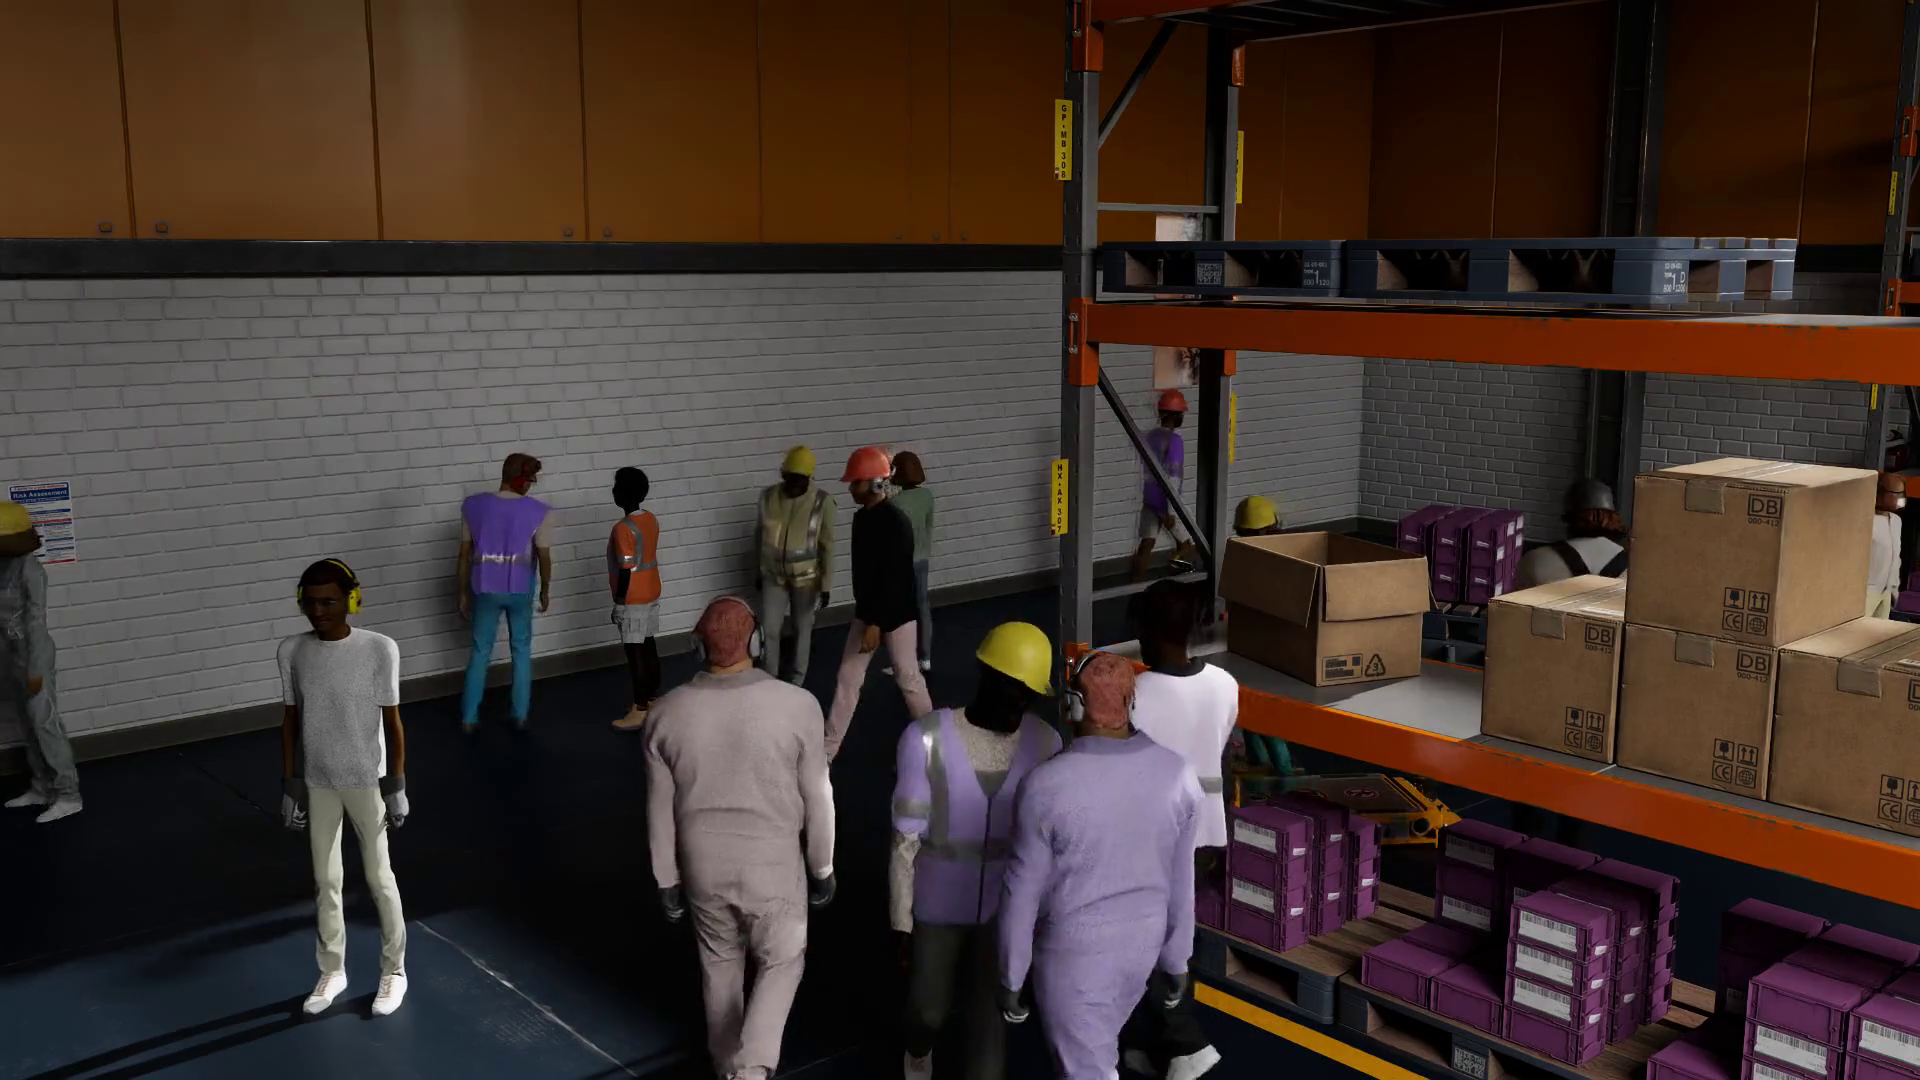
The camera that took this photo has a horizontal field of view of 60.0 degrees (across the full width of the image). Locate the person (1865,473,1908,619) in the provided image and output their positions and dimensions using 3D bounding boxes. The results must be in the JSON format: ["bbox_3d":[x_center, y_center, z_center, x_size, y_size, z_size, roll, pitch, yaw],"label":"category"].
[{"bbox_3d":[6.022,0.362,10.964,0.504,1.630,0.280,-6,11,-32],"label":"person"}]

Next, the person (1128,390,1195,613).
[{"bbox_3d":[1.836,-0.328,14.197,0.966,1.891,0.562,-5,11,-26],"label":"person"}]

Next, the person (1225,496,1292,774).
[{"bbox_3d":[1.608,0.627,9.066,0.383,1.746,0.536,-8,12,-39],"label":"person"}]

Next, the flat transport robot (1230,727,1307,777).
[{"bbox_3d":[1.512,1.256,9.697,0.652,0.197,1.431,-1,10,-6],"label":"flat transport robot"}]

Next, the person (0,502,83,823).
[{"bbox_3d":[-5.030,0.653,8.990,0.371,1.727,0.537,-9,13,-42],"label":"person"}]

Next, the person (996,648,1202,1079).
[{"bbox_3d":[0.445,1.263,5.026,0.647,1.867,0.961,-6,11,-31],"label":"person"}]

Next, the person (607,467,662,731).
[{"bbox_3d":[-2.098,0.372,10.703,0.314,1.700,0.535,1,10,9],"label":"person"}]

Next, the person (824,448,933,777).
[{"bbox_3d":[-0.529,0.444,9.567,0.995,1.937,0.612,-7,12,-35],"label":"person"}]

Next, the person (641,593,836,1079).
[{"bbox_3d":[-0.769,1.129,5.734,0.652,1.881,0.733,1,10,8],"label":"person"}]

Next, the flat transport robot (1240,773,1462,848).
[{"bbox_3d":[1.888,1.425,8.711,1.431,0.197,0.652,-1,10,-6],"label":"flat transport robot"}]

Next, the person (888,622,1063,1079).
[{"bbox_3d":[0.028,1.163,5.556,0.623,1.871,0.872,-2,10,-13],"label":"person"}]

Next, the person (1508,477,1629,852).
[{"bbox_3d":[2.922,0.682,7.884,0.719,2.000,0.551,2,10,11],"label":"person"}]

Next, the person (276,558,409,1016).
[{"bbox_3d":[-2.469,0.983,6.659,0.514,1.861,0.316,0,10,3],"label":"person"}]

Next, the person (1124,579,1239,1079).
[{"bbox_3d":[0.746,1.082,5.948,0.612,1.899,0.465,-8,12,-38],"label":"person"}]

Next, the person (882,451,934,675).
[{"bbox_3d":[-0.380,0.170,12.064,0.283,1.636,0.500,7,12,35],"label":"person"}]

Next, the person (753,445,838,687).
[{"bbox_3d":[-1.112,0.247,11.181,0.605,1.791,0.504,2,10,9],"label":"person"}]

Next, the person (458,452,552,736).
[{"bbox_3d":[-2.886,0.346,10.567,0.611,1.805,0.446,-1,10,-6],"label":"person"}]
